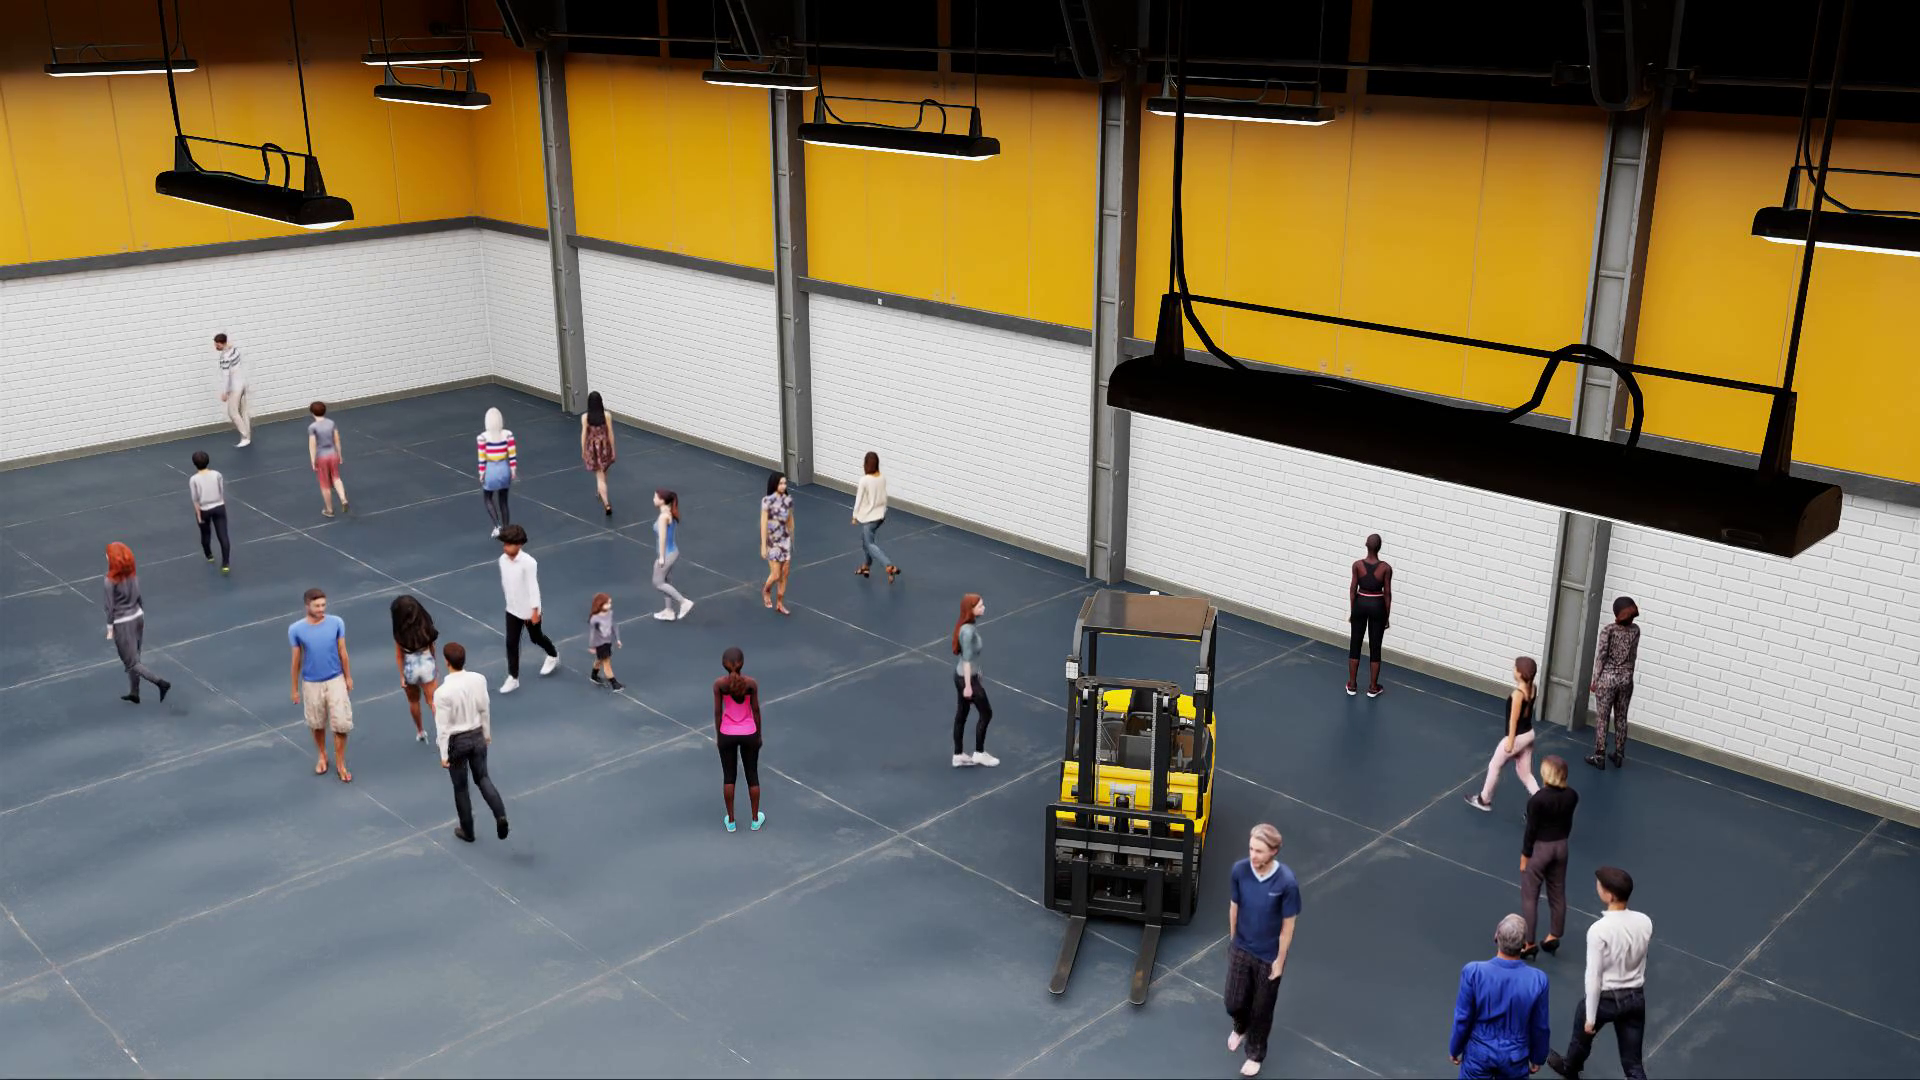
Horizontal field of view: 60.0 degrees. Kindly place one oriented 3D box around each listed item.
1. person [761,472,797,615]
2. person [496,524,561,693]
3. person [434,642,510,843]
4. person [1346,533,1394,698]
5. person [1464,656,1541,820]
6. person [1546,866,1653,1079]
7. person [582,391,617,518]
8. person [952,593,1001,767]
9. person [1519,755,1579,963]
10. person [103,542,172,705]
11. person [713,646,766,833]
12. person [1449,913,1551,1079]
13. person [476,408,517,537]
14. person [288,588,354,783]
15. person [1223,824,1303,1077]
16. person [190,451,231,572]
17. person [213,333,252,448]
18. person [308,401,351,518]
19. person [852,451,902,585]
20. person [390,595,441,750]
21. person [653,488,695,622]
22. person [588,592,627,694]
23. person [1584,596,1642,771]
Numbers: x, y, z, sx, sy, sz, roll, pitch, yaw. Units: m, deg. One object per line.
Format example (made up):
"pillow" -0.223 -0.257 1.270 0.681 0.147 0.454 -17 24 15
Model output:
"person" -2.176 0.033 19.434 0.625 1.718 0.670 -15 24 -38
"person" -4.536 0.670 17.462 1.142 1.769 0.986 8 20 23
"person" -4.132 1.756 14.098 0.920 1.858 0.691 16 24 39
"person" 4.224 0.765 17.199 0.598 1.758 0.714 7 20 19
"person" 4.949 1.772 14.563 0.594 1.531 1.017 -14 23 -35
"person" 4.180 2.992 10.504 1.161 1.810 1.326 -2 19 -6
"person" -4.963 -1.139 22.923 0.938 1.712 1.257 -7 20 -20
"person" 0.002 1.325 15.572 0.839 1.734 0.779 -1 19 -2
"person" 4.417 2.392 12.509 0.670 1.668 0.664 -7 20 -21
"person" -8.364 0.888 16.832 1.031 1.759 0.878 5 19 14
"person" -1.924 1.717 14.432 0.656 1.720 0.709 -1 19 -4
"person" 3.261 3.117 10.106 0.717 1.827 0.862 4 19 12
"person" -6.063 -0.831 21.876 0.736 1.798 0.694 -11 22 -30
"person" -5.944 1.286 15.517 0.903 1.844 1.031 -7 20 -20
"person" 2.056 2.724 11.225 0.717 1.857 0.816 11 21 29
"person" -9.357 -0.331 20.841 0.700 1.509 1.100 -12 22 -32
"person" -11.583 -2.447 26.638 0.992 1.821 0.902 3 19 10
"person" -8.678 -1.091 22.889 0.580 1.644 0.789 -18 25 -42
"person" -1.030 -0.241 20.347 1.042 1.656 0.715 13 23 34
"person" -5.117 1.316 15.839 0.640 1.581 0.976 -13 23 -34
"person" -3.320 0.185 19.167 0.865 1.602 0.794 2 19 6
"person" -3.777 1.048 17.425 0.827 1.076 0.584 12 22 31
"person" 6.138 1.329 15.593 0.679 1.713 0.722 -3 19 -9
